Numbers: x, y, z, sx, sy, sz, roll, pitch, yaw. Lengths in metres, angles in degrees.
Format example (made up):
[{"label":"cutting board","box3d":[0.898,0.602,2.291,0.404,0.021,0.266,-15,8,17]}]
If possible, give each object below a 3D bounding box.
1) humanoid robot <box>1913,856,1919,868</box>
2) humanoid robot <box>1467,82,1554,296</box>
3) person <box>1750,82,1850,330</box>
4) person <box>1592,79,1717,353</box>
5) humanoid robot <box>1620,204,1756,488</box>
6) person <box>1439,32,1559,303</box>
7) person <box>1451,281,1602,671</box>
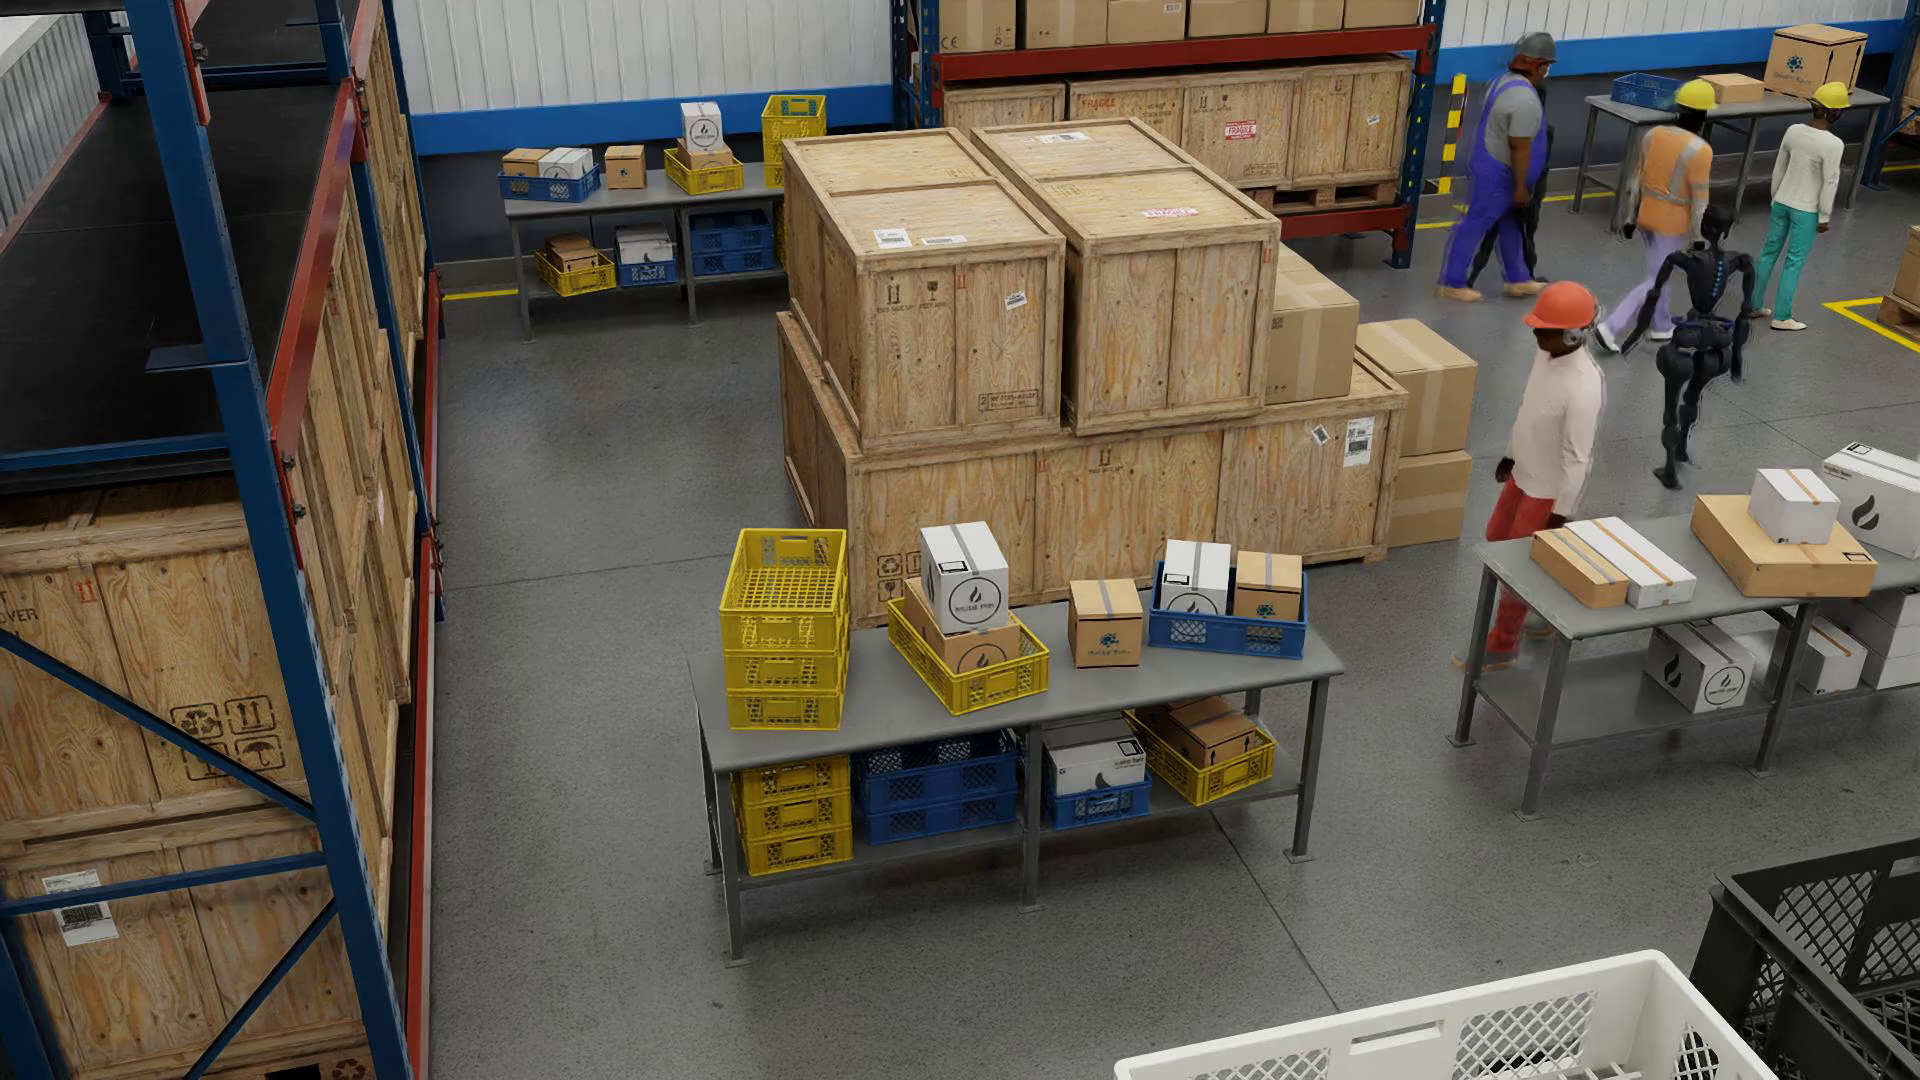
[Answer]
[{"label":"humanoid robot","box3d":[4.072,0.697,6.395,0.589,1.667,0.341,25,38,38]},{"label":"humanoid robot","box3d":[4.147,-2.594,12.431,0.755,1.635,0.545,-17,33,-29]},{"label":"person","box3d":[6.012,-2.382,11.887,0.328,1.767,0.527,-10,30,-17]},{"label":"person","box3d":[4.833,-2.208,11.435,0.842,1.892,0.595,-9,30,-16]},{"label":"humanoid robot","box3d":[4.280,-1.156,9.770,0.595,1.637,0.631,-1,29,-2]},{"label":"person","box3d":[4.087,-2.727,12.232,0.907,2.000,0.686,6,29,10]},{"label":"person","box3d":[2.777,-0.290,7.873,0.635,1.973,0.634,1,29,2]}]
